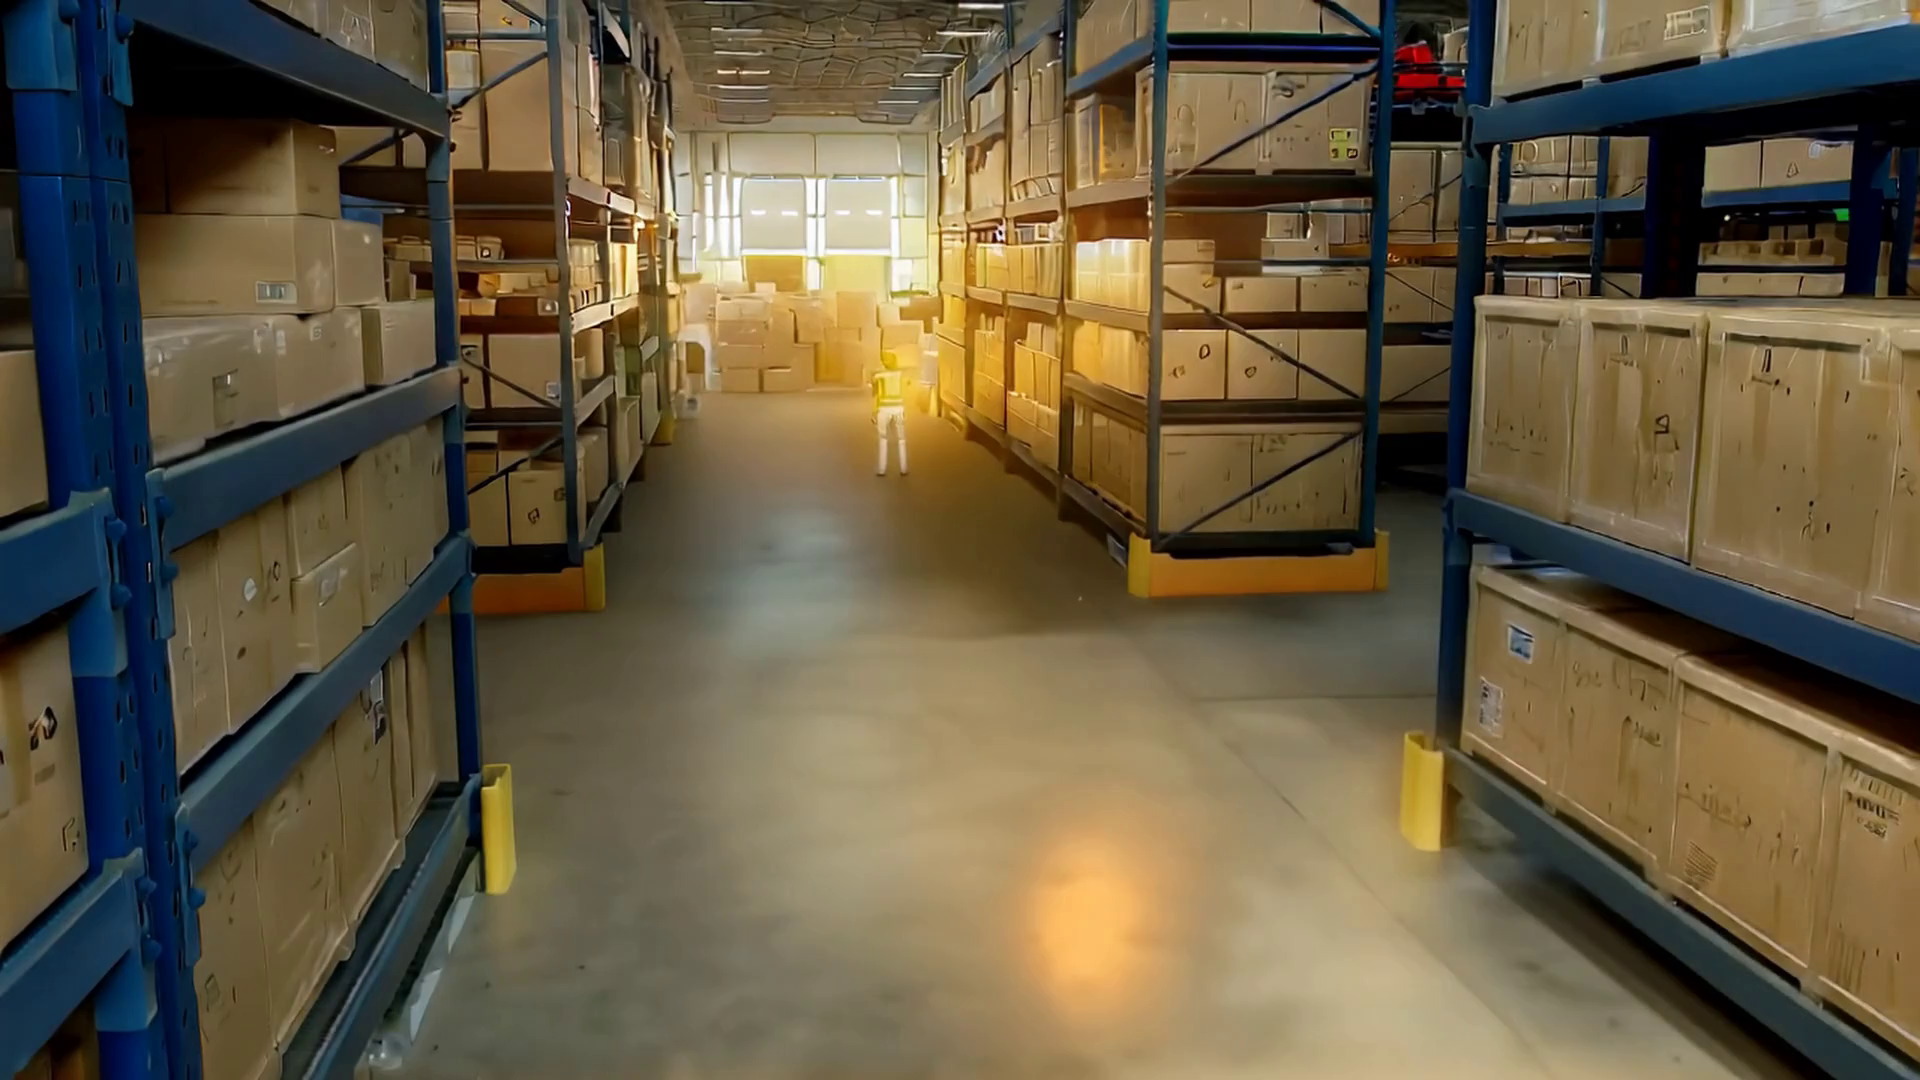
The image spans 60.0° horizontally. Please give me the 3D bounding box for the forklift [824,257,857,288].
[{"bbox_3d":[-3.452,-6.789,48.092,1.129,2.768,1.873,2,10,13],"label":"forklift"}]

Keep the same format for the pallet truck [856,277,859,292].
[{"bbox_3d":[-3.782,-9.391,65.808,1.885,1.965,0.823,2,10,10],"label":"pallet truck"}]

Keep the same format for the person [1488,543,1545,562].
[{"bbox_3d":[3.210,0.346,9.441,0.817,1.893,0.598,2,10,10],"label":"person"}]

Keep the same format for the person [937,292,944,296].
[{"bbox_3d":[-0.604,-9.192,64.983,0.574,1.881,0.357,3,10,17],"label":"person"}]

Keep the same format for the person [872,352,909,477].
[{"bbox_3d":[-0.906,-1.645,21.798,0.507,1.630,0.316,-4,11,-23],"label":"person"}]

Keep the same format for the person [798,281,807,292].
[{"bbox_3d":[-5.730,-8.433,60.401,0.352,1.937,0.635,-3,10,-19],"label":"person"}]
